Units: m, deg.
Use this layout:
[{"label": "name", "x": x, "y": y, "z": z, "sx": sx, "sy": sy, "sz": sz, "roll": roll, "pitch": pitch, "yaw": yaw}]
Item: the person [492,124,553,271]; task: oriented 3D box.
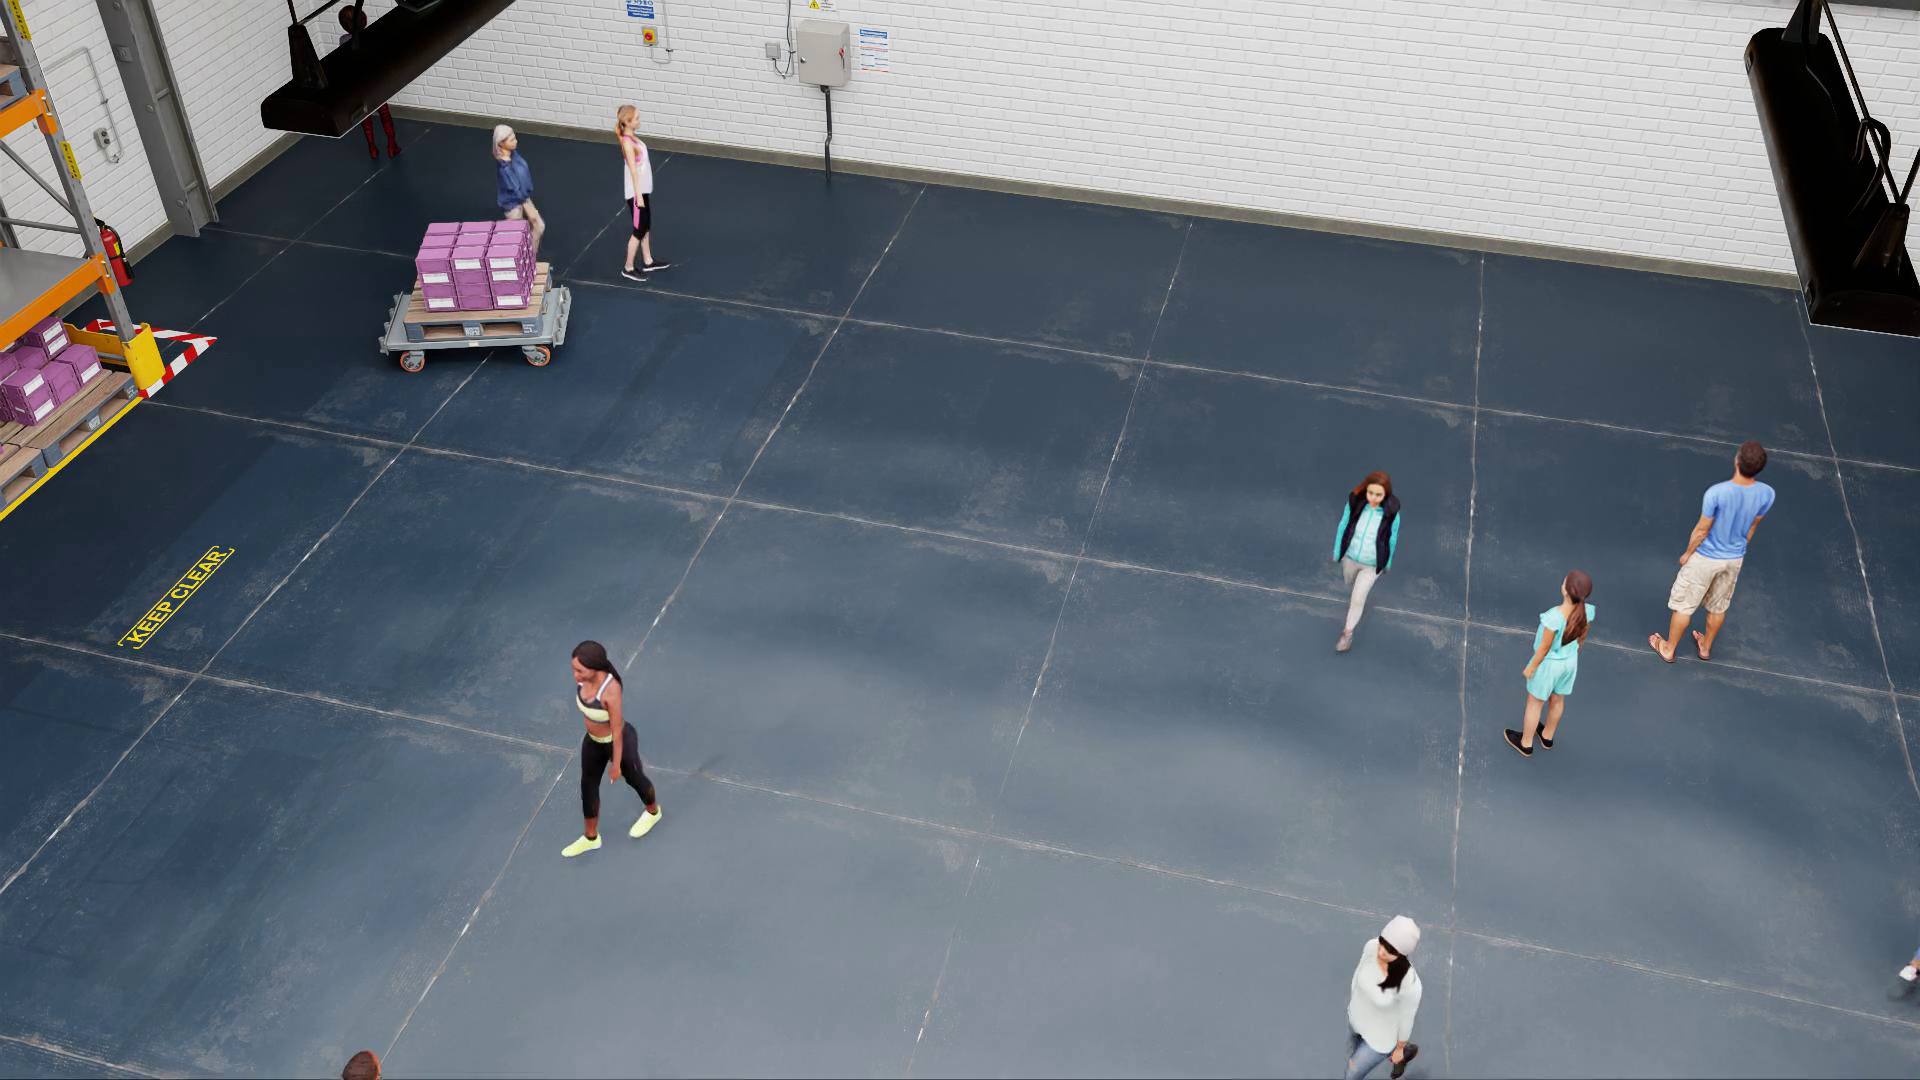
[{"label": "person", "x": -4.390, "y": -3.233, "z": 16.107, "sx": 0.762, "sy": 1.682, "sz": 0.658, "roll": -2, "pitch": 39, "yaw": -3}]

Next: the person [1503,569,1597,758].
[{"label": "person", "x": 3.982, "y": 0.817, "z": 11.136, "sx": 0.645, "sy": 1.557, "sz": 0.684, "roll": -11, "pitch": 40, "yaw": -14}]

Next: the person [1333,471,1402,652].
[{"label": "person", "x": 2.959, "y": 0.071, "z": 12.131, "sx": 0.703, "sy": 1.481, "sz": 0.986, "roll": 18, "pitch": 42, "yaw": 21}]

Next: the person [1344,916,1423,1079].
[{"label": "person", "x": 2.272, "y": 2.559, "z": 8.899, "sx": 1.017, "sy": 1.626, "sz": 0.976, "roll": -18, "pitch": 42, "yaw": -21}]

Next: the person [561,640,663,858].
[{"label": "person", "x": -2.118, "y": 1.231, "z": 10.481, "sx": 0.833, "sy": 1.726, "sz": 1.014, "roll": 29, "pitch": 47, "yaw": 31}]

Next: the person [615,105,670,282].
[{"label": "person", "x": -3.186, "y": -3.399, "z": 16.221, "sx": 0.822, "sy": 1.799, "sz": 0.765, "roll": -6, "pitch": 39, "yaw": -7}]

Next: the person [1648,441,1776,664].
[{"label": "person", "x": 5.371, "y": 0.102, "z": 11.785, "sx": 0.714, "sy": 1.864, "sz": 0.684, "roll": -3, "pitch": 39, "yaw": -3}]

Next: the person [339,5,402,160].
[{"label": "person", "x": -6.539, "y": -5.053, "z": 18.363, "sx": 0.652, "sy": 1.710, "sz": 0.620, "roll": -2, "pitch": 39, "yaw": -3}]
